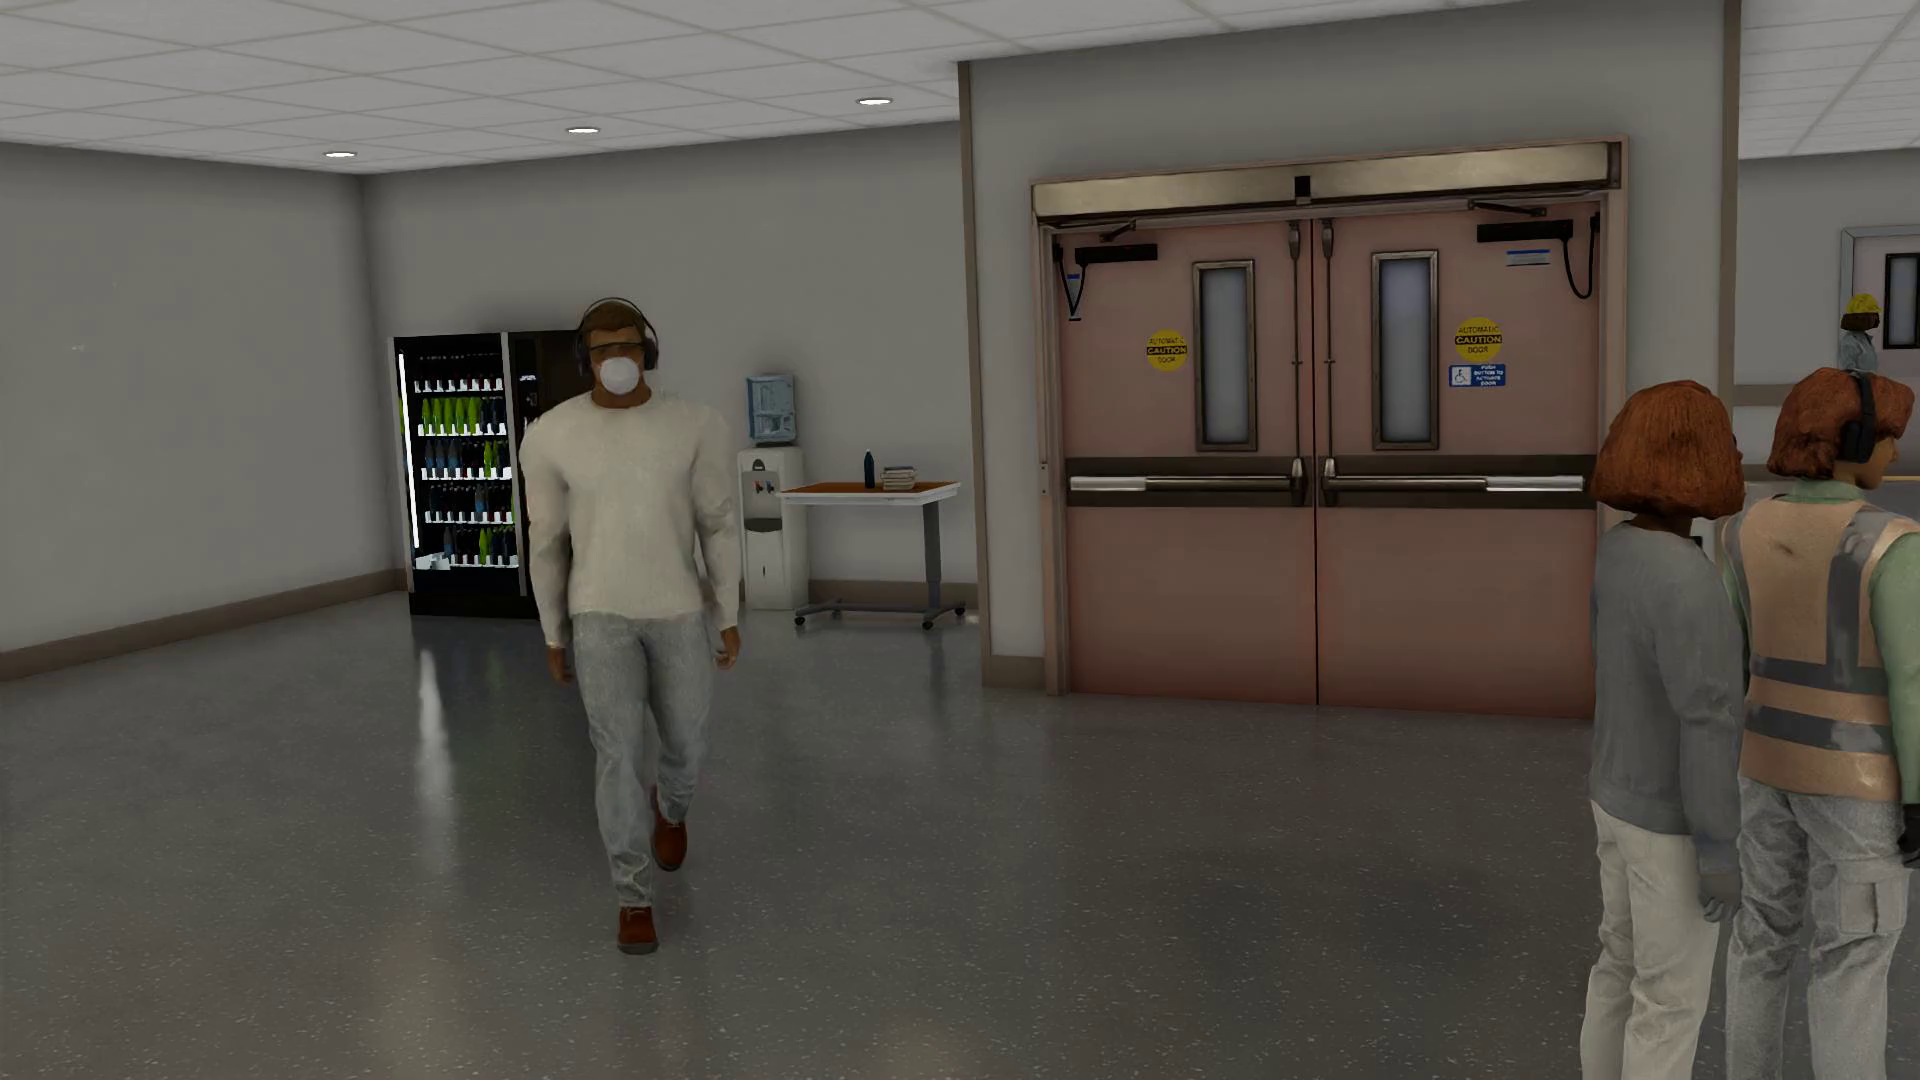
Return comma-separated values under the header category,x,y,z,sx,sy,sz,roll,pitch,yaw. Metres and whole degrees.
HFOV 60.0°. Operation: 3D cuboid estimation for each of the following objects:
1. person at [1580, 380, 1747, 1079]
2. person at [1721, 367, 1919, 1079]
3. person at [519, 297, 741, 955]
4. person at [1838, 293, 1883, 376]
category,x,y,z,sx,sy,sz,roll,pitch,yaw
person,1.319,0.523,3.091,0.282,1.636,0.500,-2,7,3
person,1.710,0.481,3.284,0.311,1.639,0.512,-4,8,-16
person,-0.987,0.223,5.093,0.627,1.921,0.753,-4,8,-14
person,6.952,-1.025,12.854,0.295,1.744,0.491,4,10,41
